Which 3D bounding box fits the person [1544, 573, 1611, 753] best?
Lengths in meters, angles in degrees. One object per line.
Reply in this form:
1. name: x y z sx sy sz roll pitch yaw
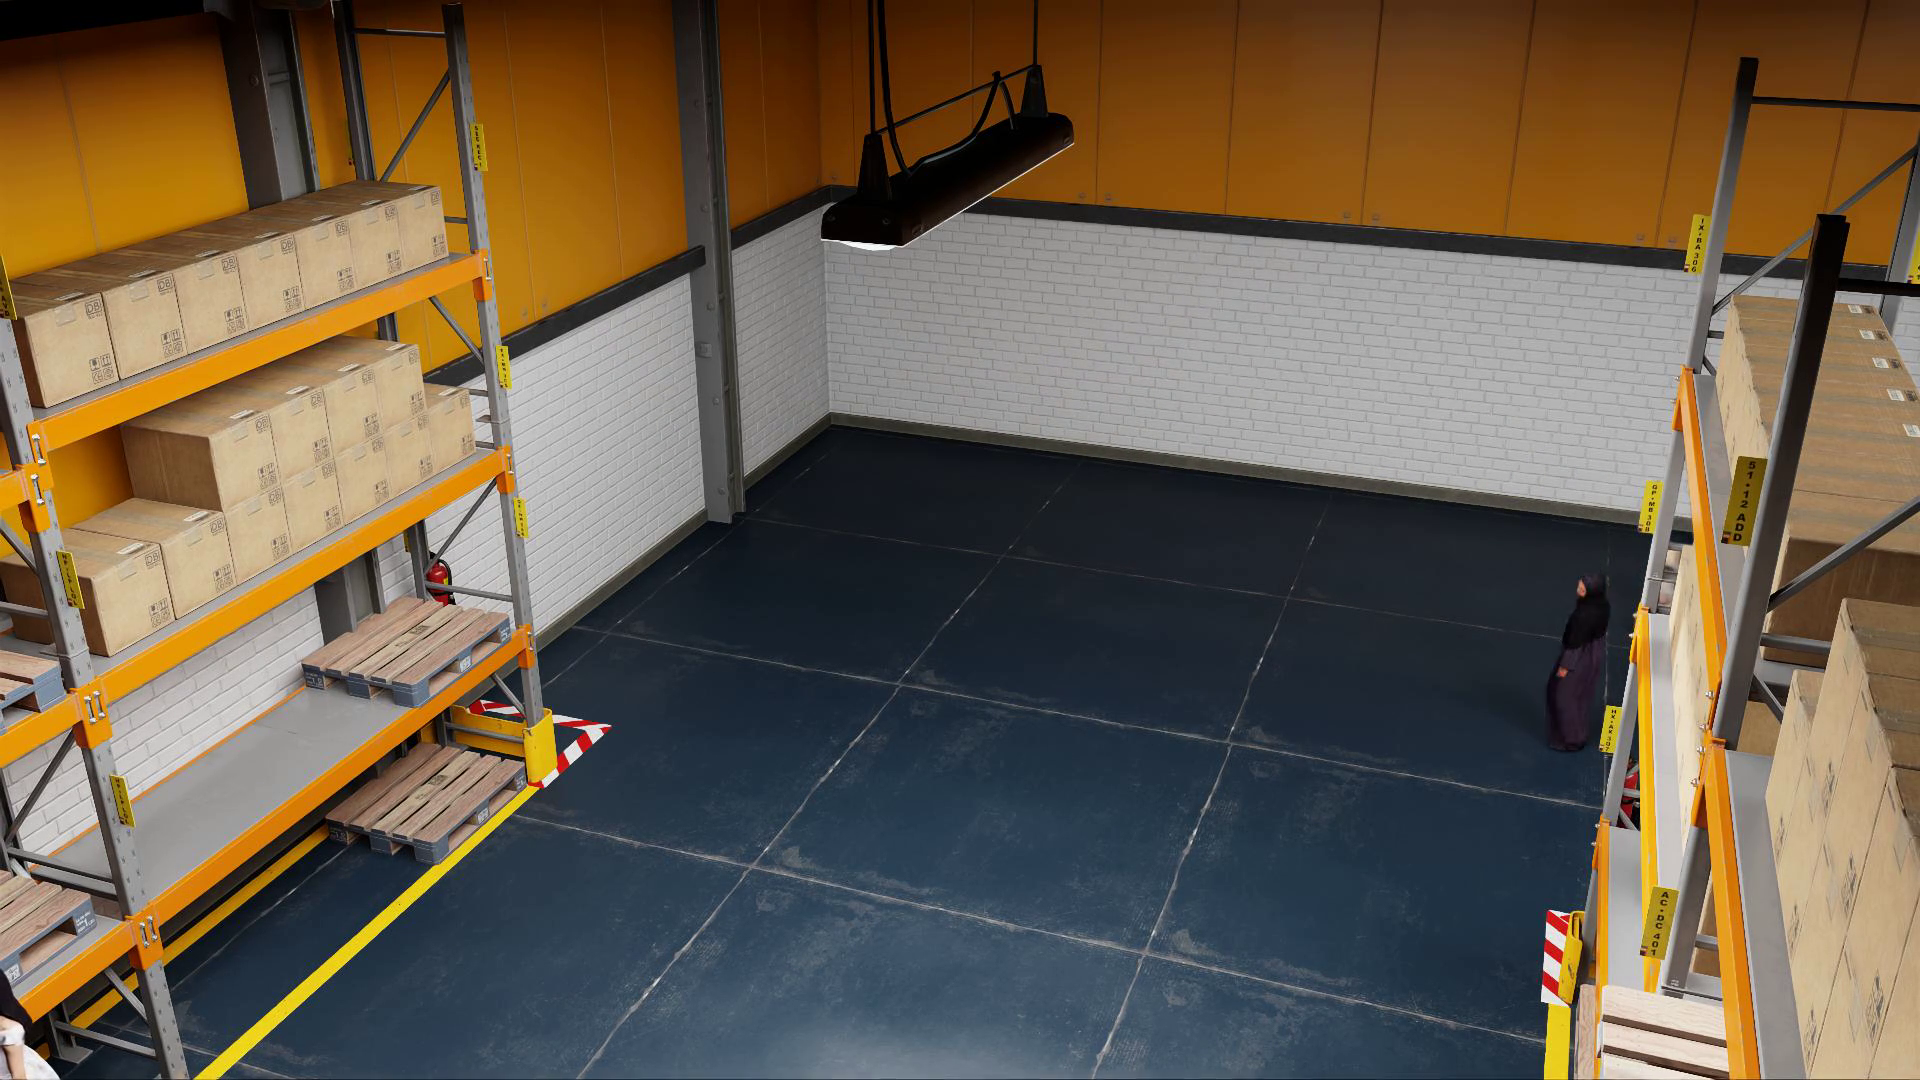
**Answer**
1. person: 5.120 0.960 13.720 0.719 1.604 0.809 -13 27 -26
